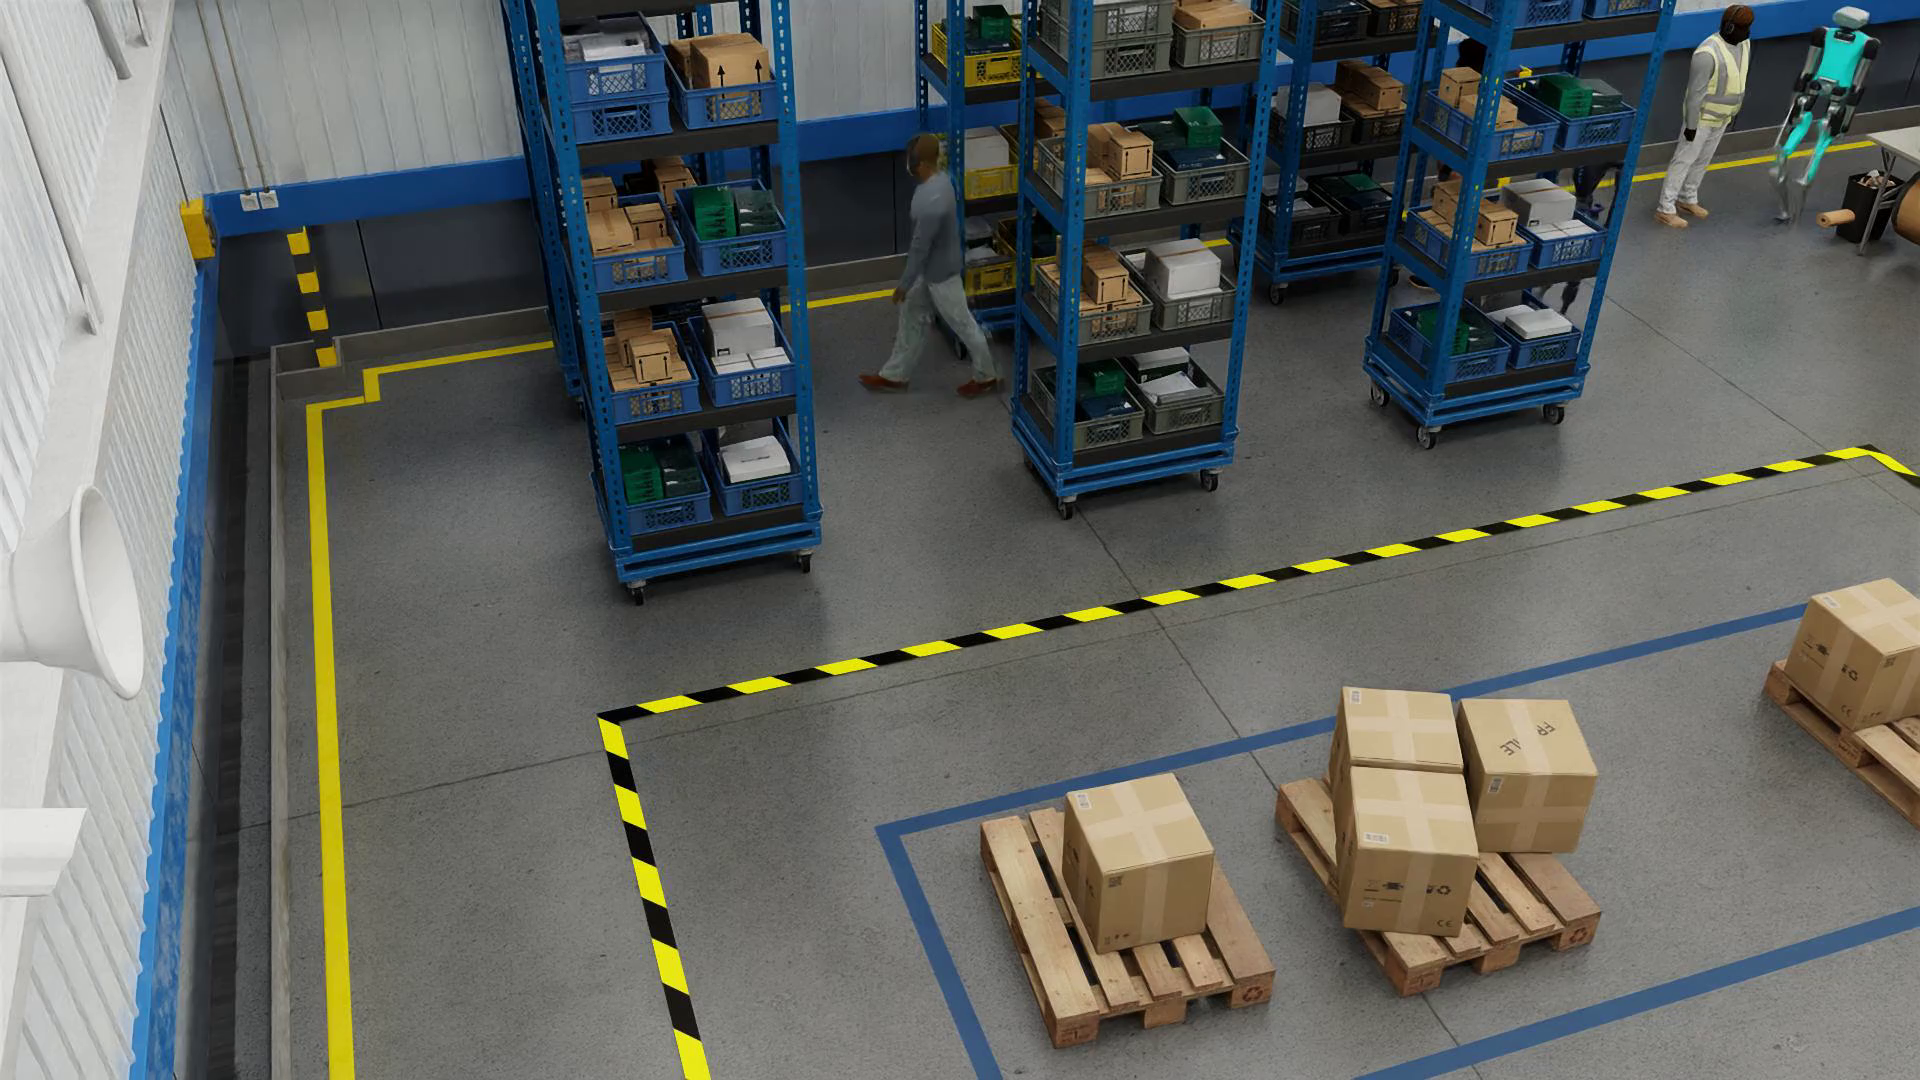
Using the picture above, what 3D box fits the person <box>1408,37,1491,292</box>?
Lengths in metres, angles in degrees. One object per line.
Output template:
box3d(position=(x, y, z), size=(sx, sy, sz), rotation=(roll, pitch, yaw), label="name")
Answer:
box3d(position=(3.769, -2.838, 12.608), size=(0.362, 1.964, 0.611), rotation=(24, 42, 30), label="person")

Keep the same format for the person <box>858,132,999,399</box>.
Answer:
box3d(position=(-0.185, -1.812, 11.233), size=(0.998, 1.874, 0.649), rotation=(-4, 35, -6), label="person")

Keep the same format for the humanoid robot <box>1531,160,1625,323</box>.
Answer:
box3d(position=(4.469, -2.302, 12.084), size=(0.593, 1.649, 0.378), rotation=(29, 44, 35), label="humanoid robot")

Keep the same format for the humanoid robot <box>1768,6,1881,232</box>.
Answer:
box3d(position=(6.943, -3.356, 13.631), size=(0.761, 1.879, 0.536), rotation=(-28, 44, -34), label="humanoid robot")

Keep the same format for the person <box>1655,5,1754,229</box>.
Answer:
box3d(position=(6.138, -3.469, 13.623), size=(0.618, 1.835, 0.431), rotation=(-24, 42, -30), label="person")
